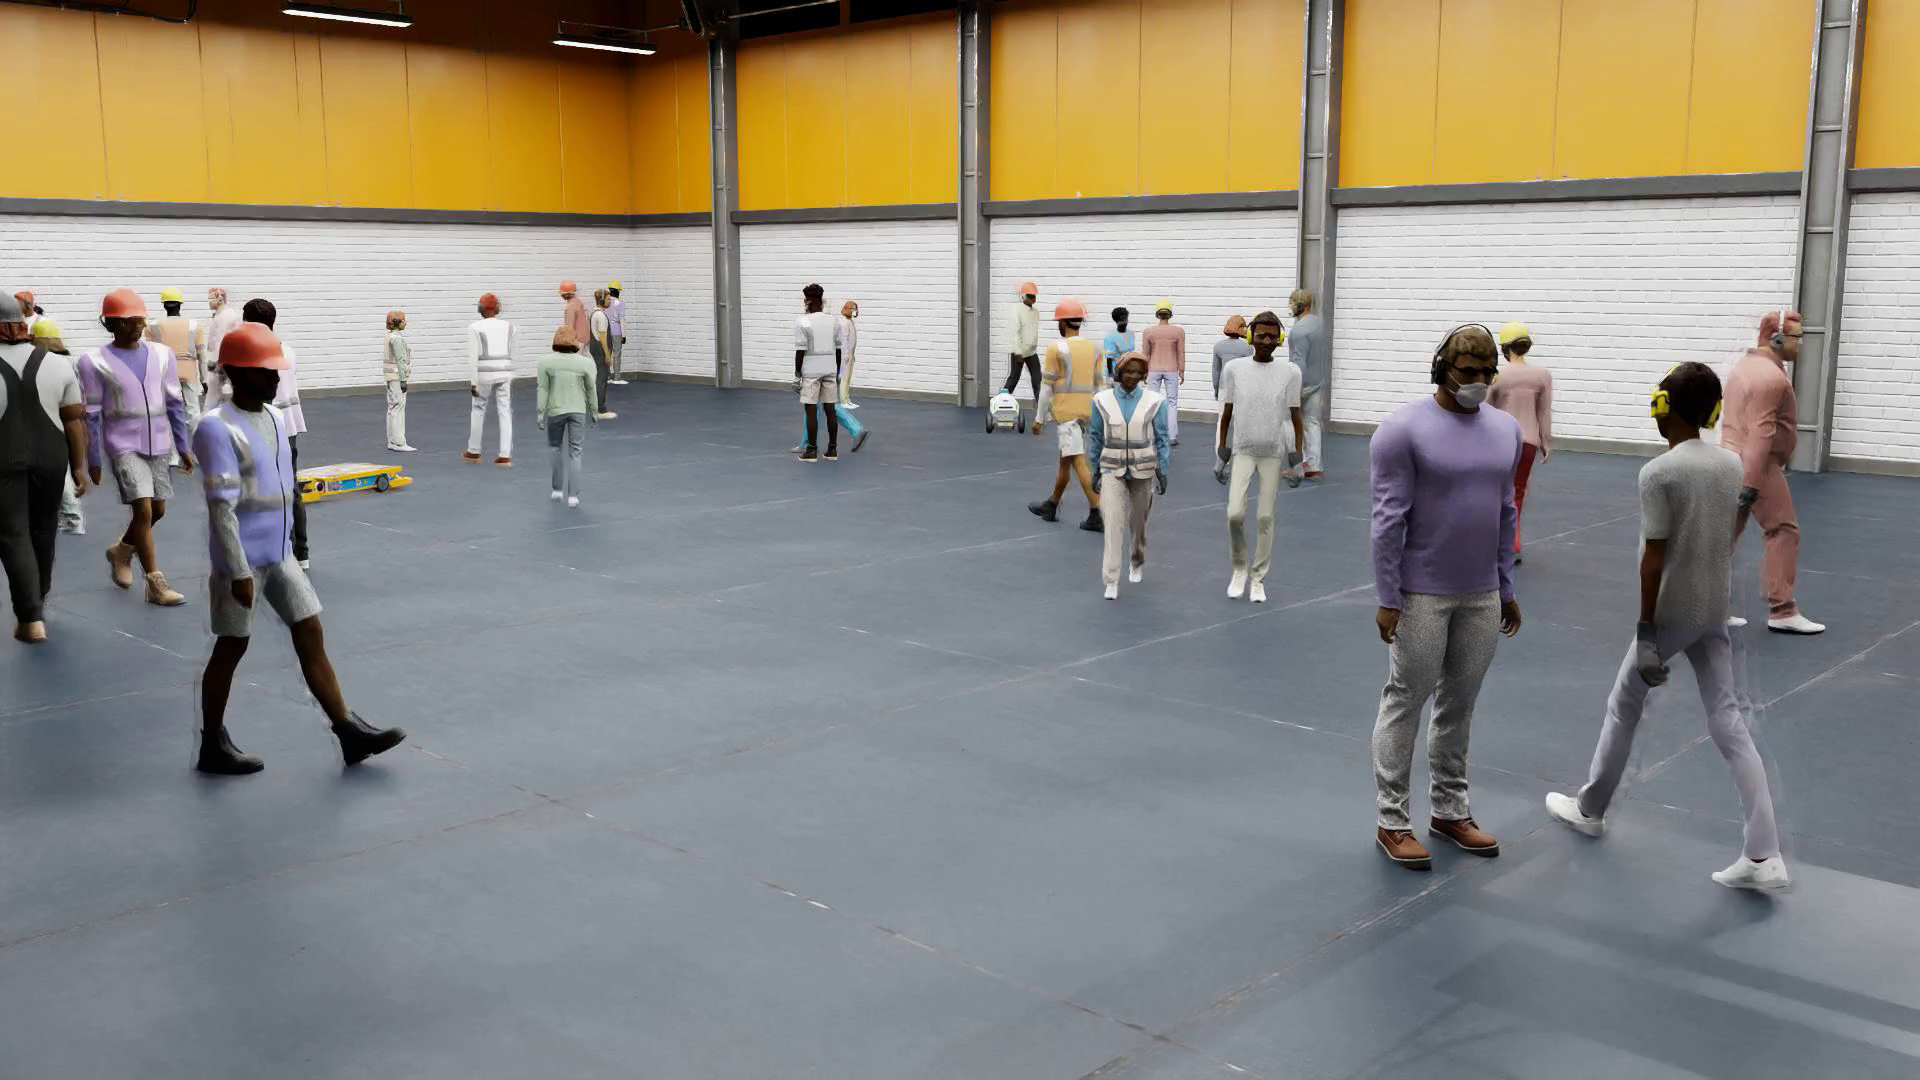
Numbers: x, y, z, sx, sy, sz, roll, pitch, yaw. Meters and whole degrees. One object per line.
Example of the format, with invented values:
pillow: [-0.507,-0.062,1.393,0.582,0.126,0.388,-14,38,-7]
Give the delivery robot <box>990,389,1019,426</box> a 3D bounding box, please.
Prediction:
delivery robot: [0.576,-1.726,21.636,0.477,0.478,0.707,0,10,-2]

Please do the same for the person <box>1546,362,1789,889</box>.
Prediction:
person: [2.549,0.283,5.854,0.489,1.805,1.049,-4,10,-21]

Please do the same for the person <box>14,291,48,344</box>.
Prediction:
person: [-11.662,-2.180,20.792,0.575,1.833,0.984,7,12,36]

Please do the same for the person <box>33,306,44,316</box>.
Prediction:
person: [-12.031,-2.219,21.629,0.531,1.640,0.922,9,13,43]

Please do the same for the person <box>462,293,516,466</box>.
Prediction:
person: [-5.116,-1.737,18.032,0.581,1.848,0.886,-8,12,-40]

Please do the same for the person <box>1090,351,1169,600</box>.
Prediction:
person: [1.116,-0.451,10.957,0.518,1.593,0.857,1,9,7]

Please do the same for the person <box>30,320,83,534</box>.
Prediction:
person: [-7.363,-0.911,13.438,0.848,1.703,0.493,6,11,33]

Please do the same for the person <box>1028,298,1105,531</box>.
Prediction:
person: [0.902,-1.028,13.636,0.539,1.886,1.011,-8,12,-39]

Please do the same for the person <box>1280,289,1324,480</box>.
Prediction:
person: [3.418,-1.548,16.676,0.507,1.919,0.639,6,11,34]

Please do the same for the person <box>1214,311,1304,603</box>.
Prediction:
person: [1.902,-0.520,10.551,0.572,1.855,0.420,2,9,10]

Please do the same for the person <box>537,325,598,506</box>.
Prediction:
person: [-3.543,-1.129,15.029,0.538,1.608,0.661,-2,10,-13]

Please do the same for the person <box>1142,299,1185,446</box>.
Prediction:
person: [2.448,-2.014,20.037,0.526,1.761,0.346,2,9,11]

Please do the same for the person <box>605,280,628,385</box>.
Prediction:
person: [-6.352,-3.812,30.566,0.583,1.919,0.388,5,11,29]

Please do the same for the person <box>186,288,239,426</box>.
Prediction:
person: [-9.756,-2.365,21.852,0.960,1.867,0.663,-5,11,-30]

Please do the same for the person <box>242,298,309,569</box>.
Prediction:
person: [-4.743,-0.708,11.530,0.372,1.916,0.597,0,9,-2]

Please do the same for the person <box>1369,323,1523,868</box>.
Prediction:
person: [1.743,0.194,5.954,0.627,1.933,0.371,-4,10,-23]

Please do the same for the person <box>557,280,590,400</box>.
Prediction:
person: [-6.183,-3.209,26.767,0.518,1.946,0.647,0,9,2]

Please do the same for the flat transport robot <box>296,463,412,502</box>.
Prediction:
flat transport robot: [-5.901,-0.555,15.629,0.652,0.197,1.431,4,10,23]

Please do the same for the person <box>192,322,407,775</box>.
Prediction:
person: [-2.831,0.056,6.924,0.885,1.895,0.574,2,9,11]

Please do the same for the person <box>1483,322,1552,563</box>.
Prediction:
person: [3.992,-0.713,12.108,0.546,1.729,0.748,-1,9,-6]

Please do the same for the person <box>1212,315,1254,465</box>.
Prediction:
person: [2.929,-1.585,17.776,0.507,1.632,0.275,8,12,39]

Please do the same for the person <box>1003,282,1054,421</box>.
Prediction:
person: [0.903,-2.643,23.328,1.024,1.944,0.640,8,13,42]

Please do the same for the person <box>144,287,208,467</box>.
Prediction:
person: [-8.408,-1.746,17.874,0.594,1.922,0.384,-5,10,-28]

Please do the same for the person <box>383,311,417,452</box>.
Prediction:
person: [-6.544,-1.845,19.354,0.311,1.638,0.523,-6,11,-32]

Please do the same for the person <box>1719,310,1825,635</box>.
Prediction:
person: [4.739,-0.392,9.720,0.798,1.874,0.659,1,9,5]

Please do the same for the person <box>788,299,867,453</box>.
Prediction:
person: [-1.524,-1.885,19.080,0.847,1.809,0.592,0,9,1]

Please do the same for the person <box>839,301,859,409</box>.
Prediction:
person: [-1.687,-2.817,25.332,0.286,1.631,0.502,1,9,9]

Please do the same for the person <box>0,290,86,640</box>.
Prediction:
person: [-5.531,-0.468,9.683,1.010,2.000,0.693,8,12,42]

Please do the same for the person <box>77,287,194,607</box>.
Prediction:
person: [-5.299,-0.605,10.631,0.934,2.019,0.609,6,11,33]

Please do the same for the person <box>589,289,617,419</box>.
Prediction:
person: [-5.062,-2.624,23.531,0.355,1.837,0.513,-3,10,-19]

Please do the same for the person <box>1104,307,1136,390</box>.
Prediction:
person: [1.937,-2.019,20.337,0.549,1.660,0.410,-8,12,-41]

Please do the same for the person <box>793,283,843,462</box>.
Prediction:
person: [-1.573,-1.839,18.338,0.602,1.958,0.369,-6,11,-35]
